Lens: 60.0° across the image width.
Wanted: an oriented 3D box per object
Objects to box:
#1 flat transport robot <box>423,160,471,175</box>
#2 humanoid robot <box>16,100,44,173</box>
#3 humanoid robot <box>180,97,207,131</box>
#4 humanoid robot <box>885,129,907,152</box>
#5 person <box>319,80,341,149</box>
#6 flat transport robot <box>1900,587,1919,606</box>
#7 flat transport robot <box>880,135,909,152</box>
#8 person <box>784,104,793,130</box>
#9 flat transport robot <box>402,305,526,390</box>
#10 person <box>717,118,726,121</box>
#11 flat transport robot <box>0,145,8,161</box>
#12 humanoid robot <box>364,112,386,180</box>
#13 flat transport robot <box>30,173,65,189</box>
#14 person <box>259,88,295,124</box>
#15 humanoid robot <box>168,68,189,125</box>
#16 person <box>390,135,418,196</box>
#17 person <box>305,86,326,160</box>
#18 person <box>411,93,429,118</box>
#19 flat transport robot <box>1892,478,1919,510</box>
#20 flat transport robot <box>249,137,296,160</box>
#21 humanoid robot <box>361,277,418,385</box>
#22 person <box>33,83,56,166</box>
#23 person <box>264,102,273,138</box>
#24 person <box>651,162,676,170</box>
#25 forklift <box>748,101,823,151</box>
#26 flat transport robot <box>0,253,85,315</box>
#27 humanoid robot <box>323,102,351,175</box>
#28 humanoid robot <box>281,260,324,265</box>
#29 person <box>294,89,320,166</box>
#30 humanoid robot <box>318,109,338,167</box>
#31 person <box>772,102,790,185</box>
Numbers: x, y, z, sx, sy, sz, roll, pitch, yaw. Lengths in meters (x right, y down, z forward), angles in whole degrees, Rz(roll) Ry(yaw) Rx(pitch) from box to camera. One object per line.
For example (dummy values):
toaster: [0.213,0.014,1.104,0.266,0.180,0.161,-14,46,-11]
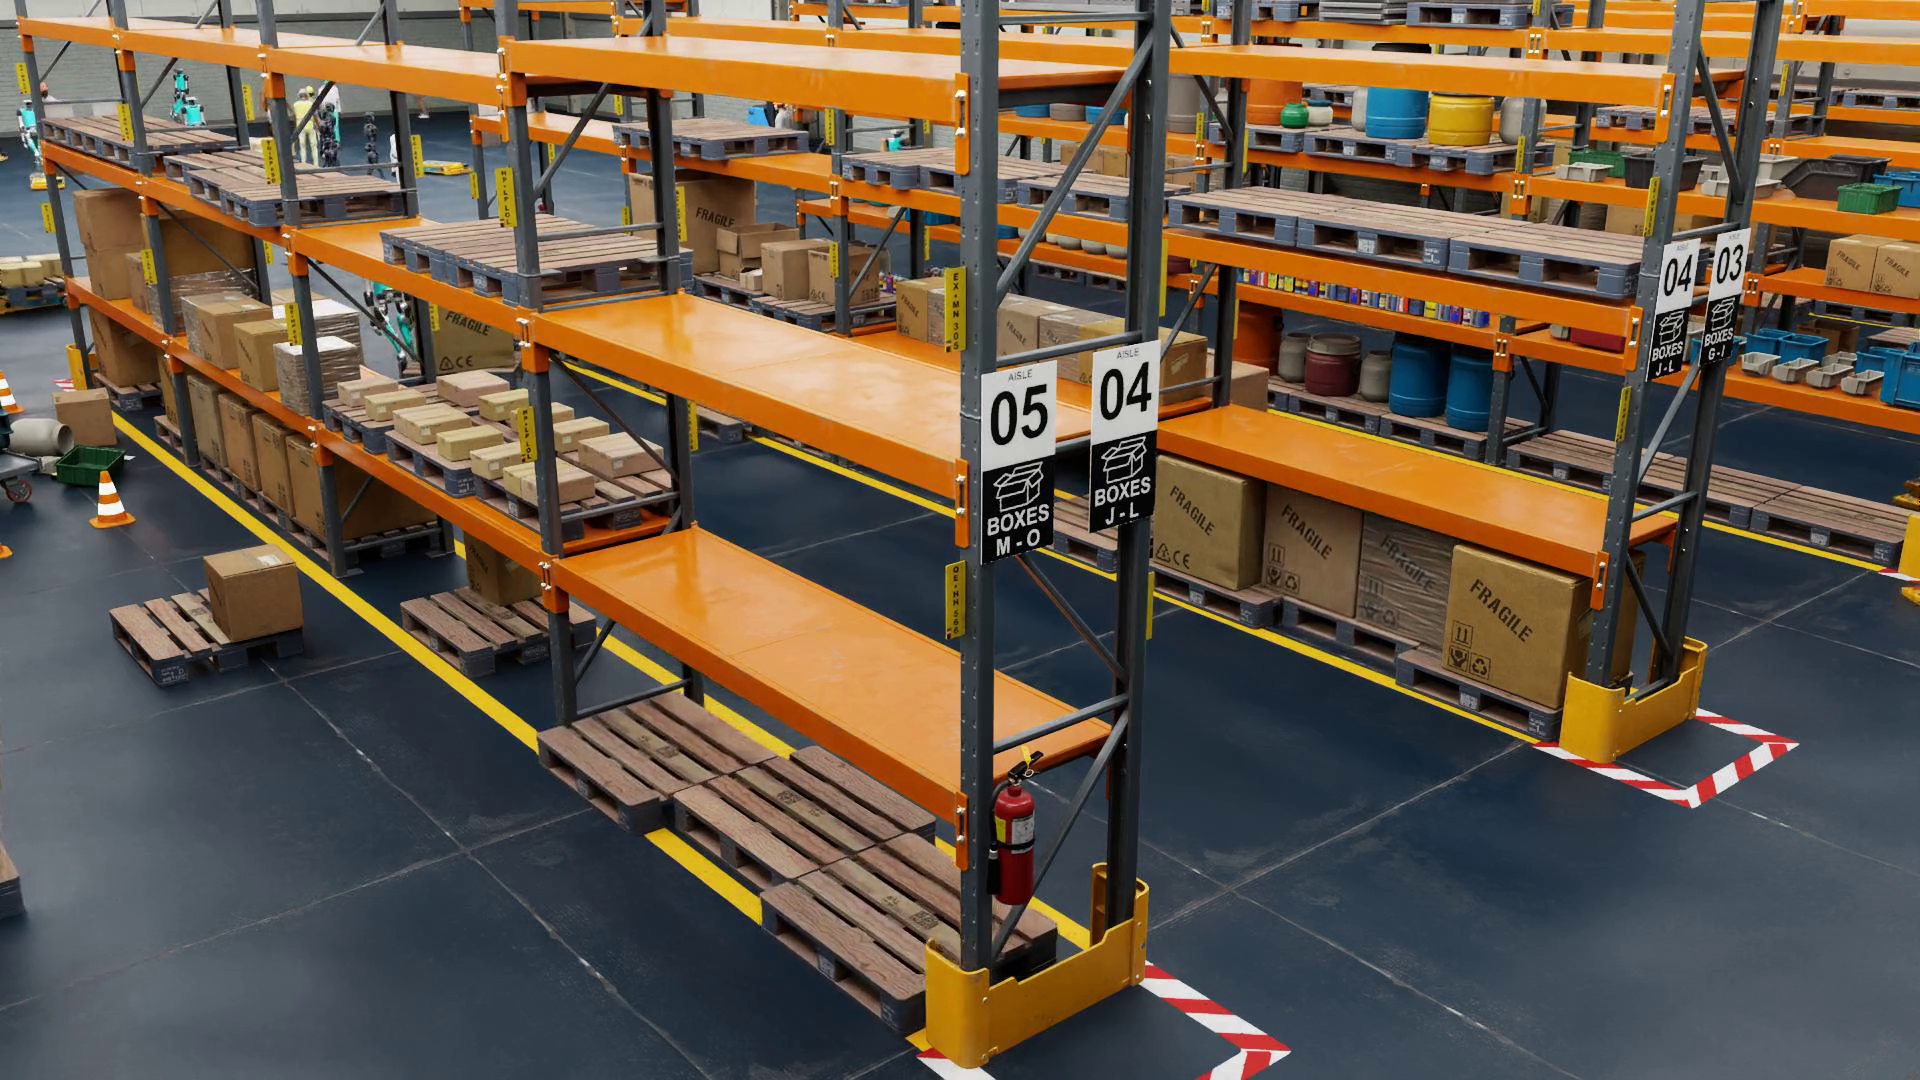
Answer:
flat transport robot: [-12.052,-8.582,38.361,1.431,0.231,0.659,10,22,26]
humanoid robot: [-20.589,-8.883,37.057,0.542,1.744,0.970,-13,23,-33]
humanoid robot: [-17.064,-9.046,37.444,0.676,1.766,0.541,13,23,32]
humanoid robot: [-0.931,-6.888,31.360,0.970,1.770,0.537,-17,26,-40]
person: [-16.335,-11.089,43.091,0.523,1.867,0.979,-4,20,-11]
flat transport robot: [8.045,0.454,12.643,1.431,0.231,0.659,0,19,-1]
flat transport robot: [-1.327,-8.147,37.123,0.659,0.231,1.431,-8,21,-21]
person: [-3.722,-8.982,37.298,0.661,1.733,0.594,11,22,29]
flat transport robot: [-5.542,-1.715,18.816,0.659,0.231,1.431,-1,19,-3]
person: [-4.672,-7.575,33.300,0.603,1.726,0.479,2,19,6]
flat transport robot: [-23.933,-9.248,40.254,1.431,0.231,0.659,-5,20,-14]
humanoid robot: [-12.415,-8.252,35.315,0.672,1.634,0.590,-6,20,-17]
flat transport robot: [-19.857,-7.819,36.189,0.659,0.231,1.431,-10,22,-26]
person: [-17.966,-11.275,43.680,0.482,1.833,0.900,15,24,36]
humanoid robot: [-22.090,-12.428,46.890,0.533,1.677,0.735,10,22,26]
person: [-10.507,-6.999,31.423,0.576,1.882,0.352,8,21,22]
person: [-15.807,-10.178,40.643,0.532,1.767,0.310,-17,25,-39]
person: [-16.678,-13.917,51.161,0.498,1.844,0.532,-5,20,-13]
flat transport robot: [9.246,-0.424,15.142,1.431,0.231,0.659,-10,22,-27]
flat transport robot: [-15.896,-8.422,37.904,0.659,0.231,1.431,7,20,18]
humanoid robot: [-6.335,-2.424,18.725,0.538,1.838,0.809,-14,24,-35]
person: [-21.430,-9.786,39.226,1.079,1.970,0.687,-17,25,-39]
person: [-18.545,-11.592,44.770,0.317,1.695,0.539,-11,22,-28]
person: [-5.023,-5.997,28.467,0.383,1.957,0.601,8,21,22]
forklift: [-4.526,-11.368,42.374,1.129,2.768,1.873,-15,24,-37]
flat transport robot: [-13.169,-3.419,23.667,0.659,0.231,1.431,18,26,41]
humanoid robot: [-14.325,-9.099,37.793,0.722,1.644,0.608,-3,20,-8]
humanoid robot: [-10.606,-5.195,26.632,0.594,1.634,0.701,9,21,24]
person: [-15.058,-9.443,38.393,0.552,1.881,0.427,-3,20,-7]
humanoid robot: [-13.587,-8.428,35.779,0.599,1.655,0.315,18,26,42]
person: [-3.886,-8.717,36.312,0.380,1.890,0.563,4,20,12]
